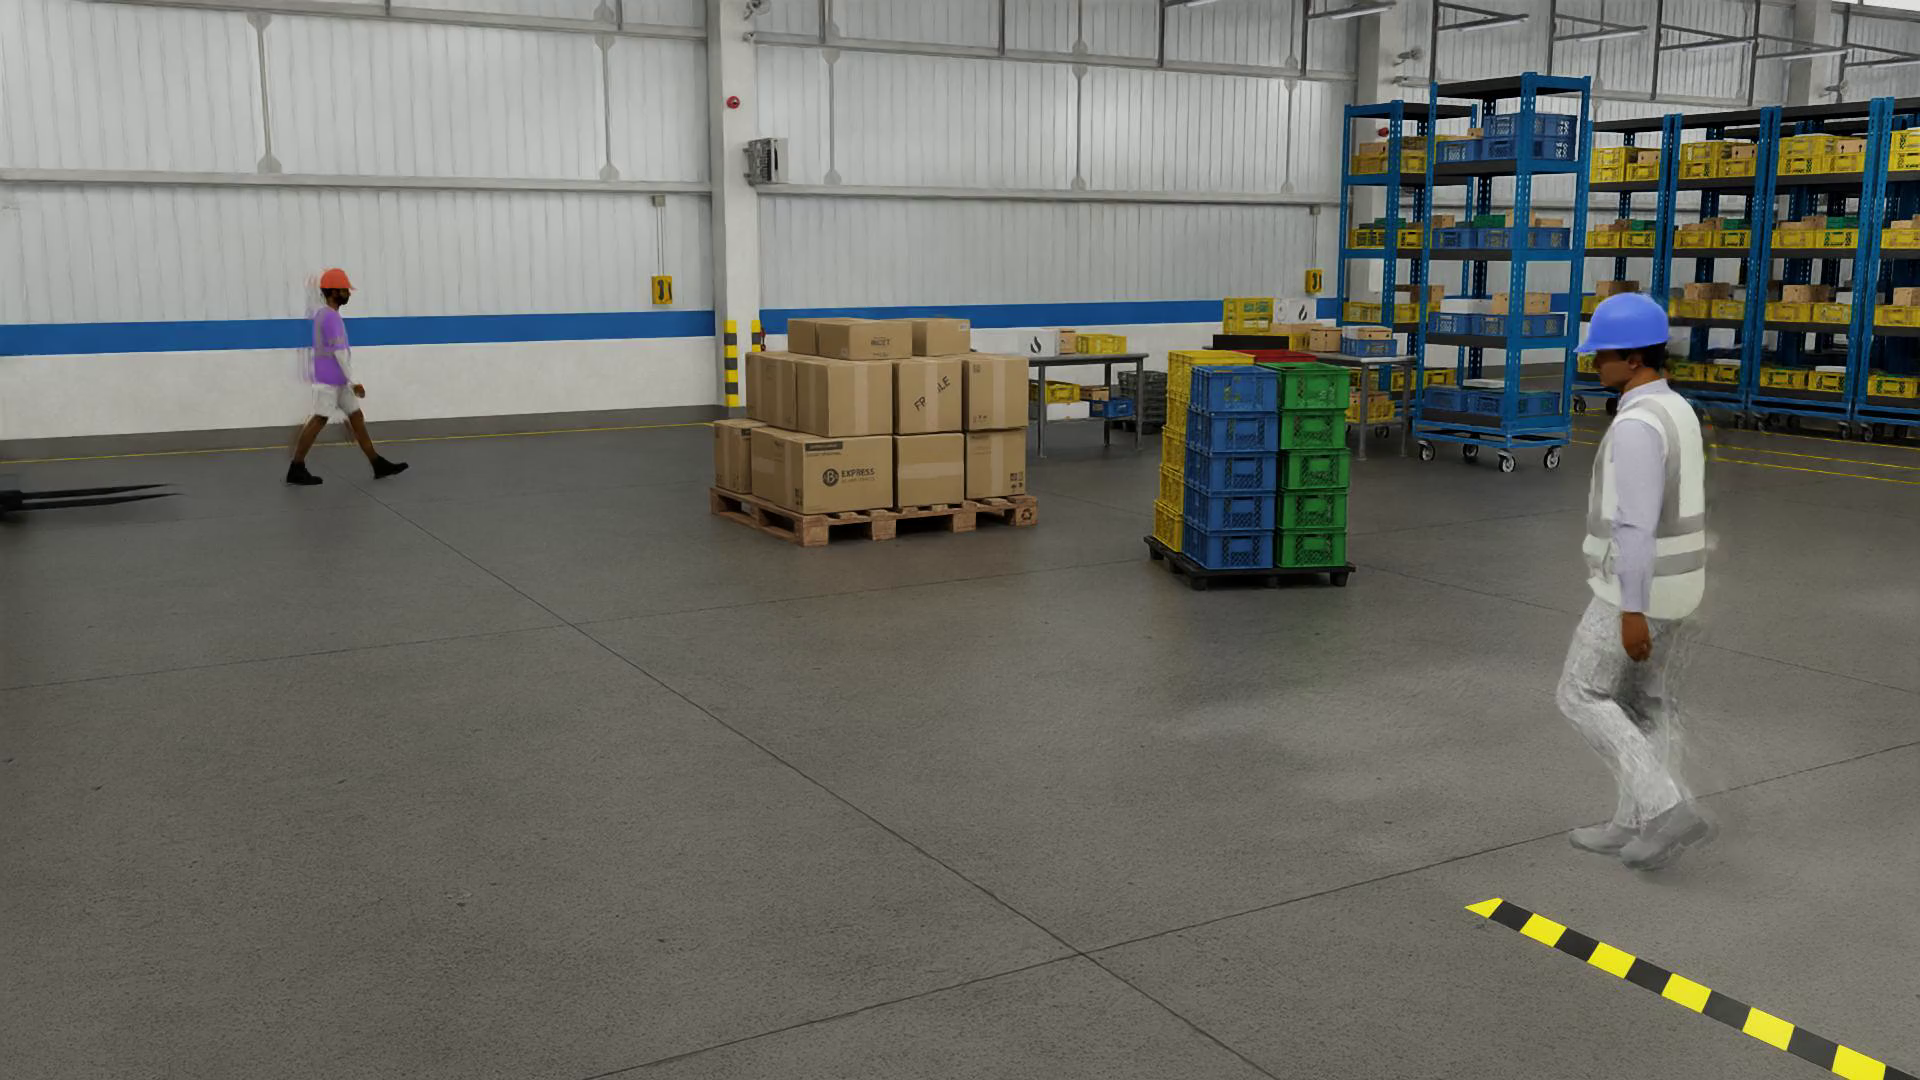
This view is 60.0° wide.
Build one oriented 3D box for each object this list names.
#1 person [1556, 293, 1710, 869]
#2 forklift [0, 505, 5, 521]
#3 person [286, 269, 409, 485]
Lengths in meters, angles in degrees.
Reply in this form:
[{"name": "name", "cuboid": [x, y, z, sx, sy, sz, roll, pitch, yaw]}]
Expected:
[{"name": "person", "cuboid": [2.229, 0.154, 5.505, 0.448, 1.925, 0.633, 8, 13, 38]}, {"name": "forklift", "cuboid": [-8.200, -1.498, 12.158, 1.873, 2.768, 1.129, -6, 12, -30]}, {"name": "person", "cuboid": [-5.465, -1.425, 14.590, 1.043, 1.884, 0.549, -4, 11, -21]}]
